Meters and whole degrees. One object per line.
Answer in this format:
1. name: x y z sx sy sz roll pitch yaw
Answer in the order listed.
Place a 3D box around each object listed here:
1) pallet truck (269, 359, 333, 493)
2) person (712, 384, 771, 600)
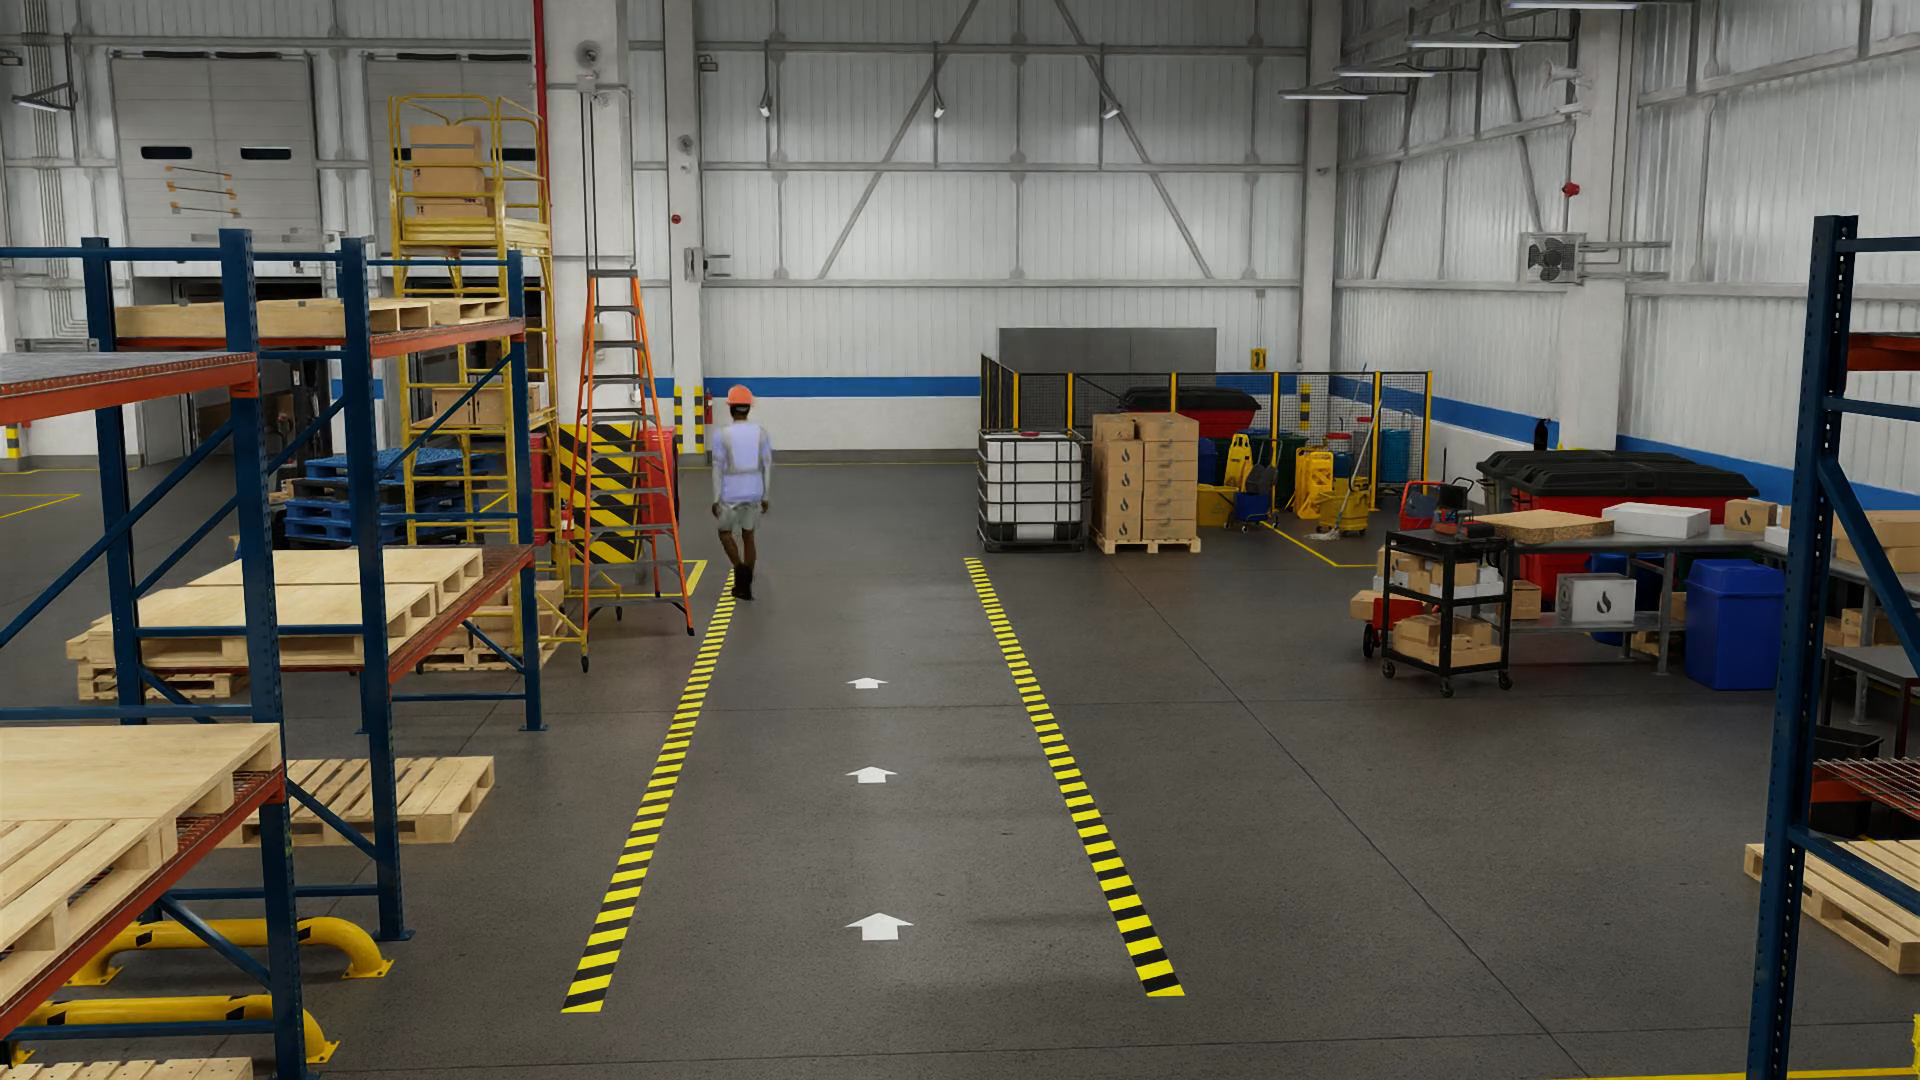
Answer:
1. pallet truck: -7.062 -1.131 18.996 1.885 1.965 0.823 2 9 13
2. person: -1.934 -0.415 14.720 0.577 1.922 0.451 -5 10 -29
